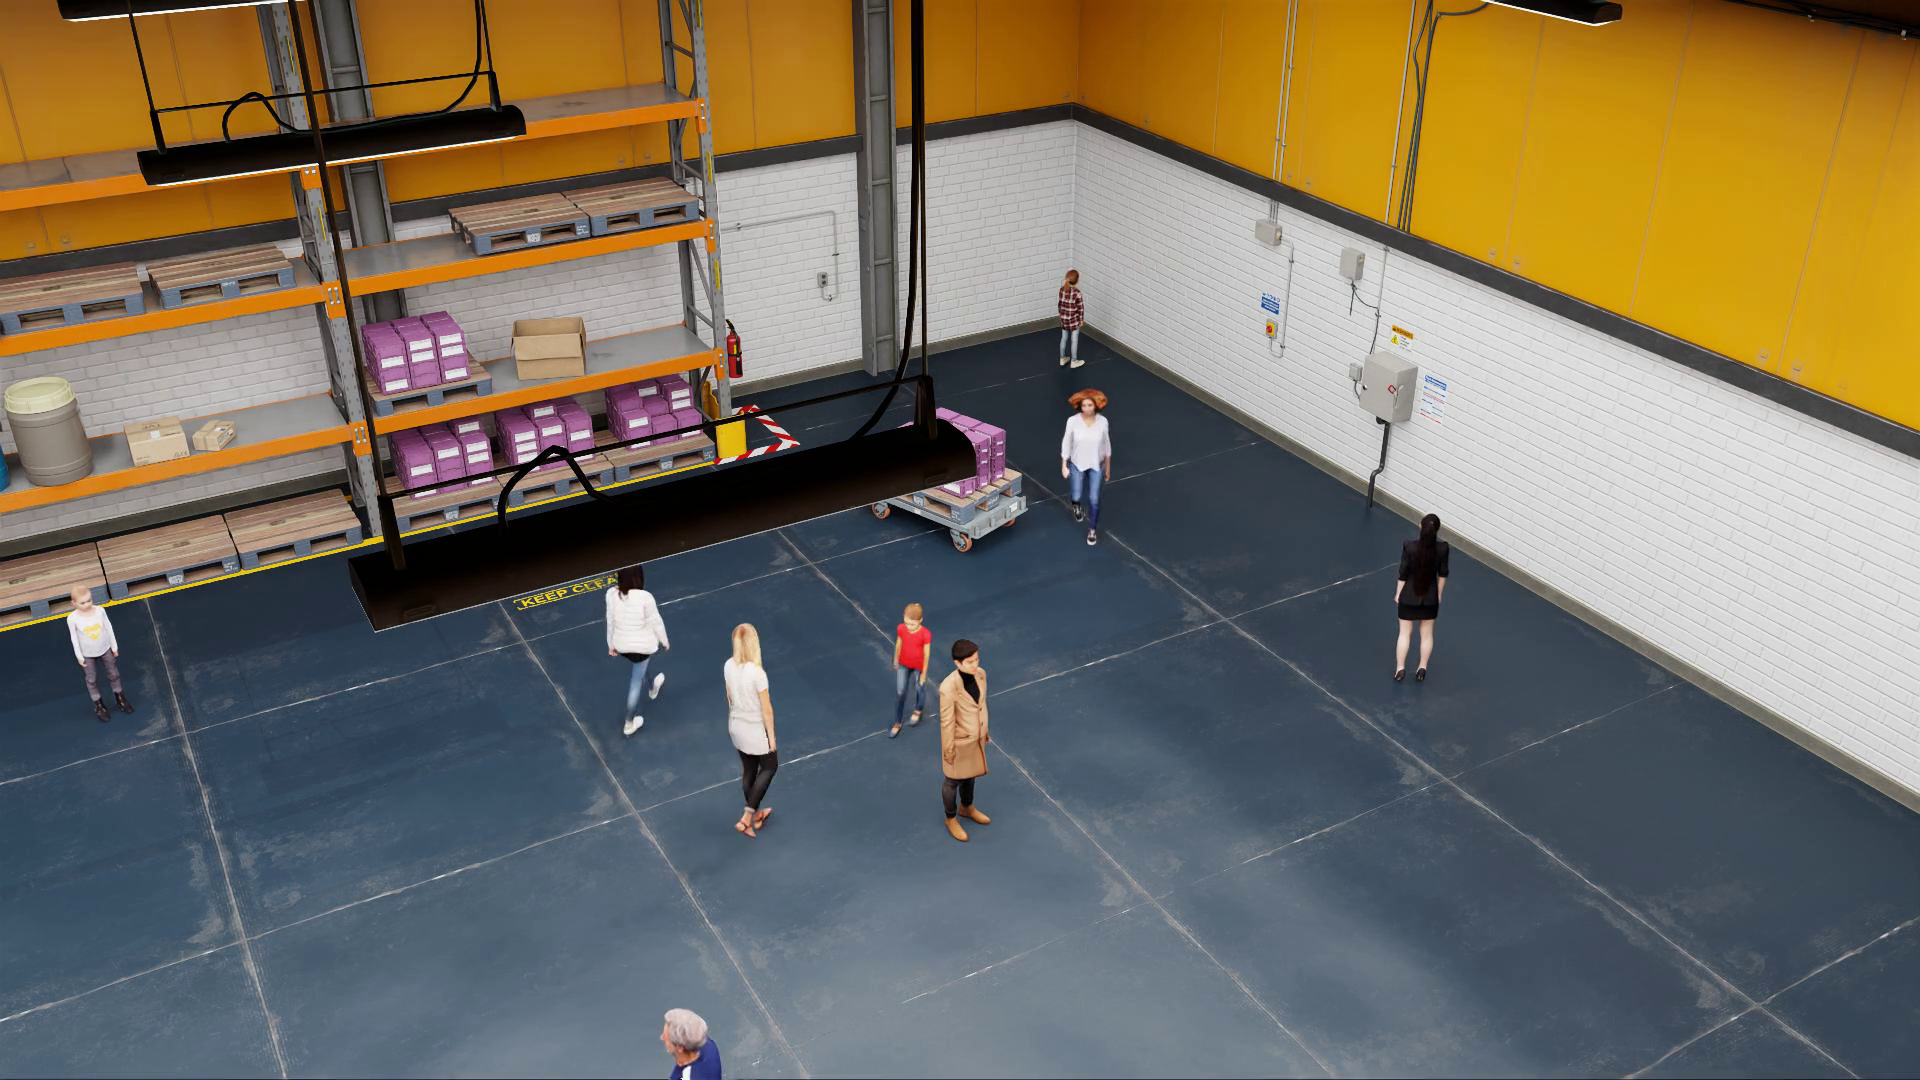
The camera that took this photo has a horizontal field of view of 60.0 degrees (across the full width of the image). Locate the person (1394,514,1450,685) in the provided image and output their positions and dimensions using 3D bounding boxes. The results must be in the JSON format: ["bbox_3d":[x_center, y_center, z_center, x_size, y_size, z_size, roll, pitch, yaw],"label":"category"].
[{"bbox_3d":[4.086,0.517,14.772,0.641,1.697,0.740,1,29,2],"label":"person"}]

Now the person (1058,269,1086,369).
[{"bbox_3d":[1.421,-2.858,21.368,0.608,1.304,0.630,21,35,33],"label":"person"}]

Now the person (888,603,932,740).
[{"bbox_3d":[-0.379,1.035,14.252,0.742,1.285,0.806,11,30,19],"label":"person"}]

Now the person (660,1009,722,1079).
[{"bbox_3d":[-1.415,3.386,9.388,1.146,1.816,0.961,0,29,0],"label":"person"}]

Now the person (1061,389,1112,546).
[{"bbox_3d":[1.320,-0.827,17.244,0.952,1.689,0.972,-1,29,-2],"label":"person"}]

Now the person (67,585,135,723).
[{"bbox_3d":[-7.495,0.951,14.414,0.487,1.278,0.587,-23,36,-36],"label":"person"}]

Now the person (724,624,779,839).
[{"bbox_3d":[-1.664,1.529,12.803,0.846,1.806,0.943,17,33,28],"label":"person"}]

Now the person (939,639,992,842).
[{"bbox_3d":[0.027,1.510,12.921,0.787,1.726,0.671,22,36,35],"label":"person"}]

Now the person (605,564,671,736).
[{"bbox_3d":[-2.796,0.925,14.127,1.024,1.599,1.111,9,30,16],"label":"person"}]
